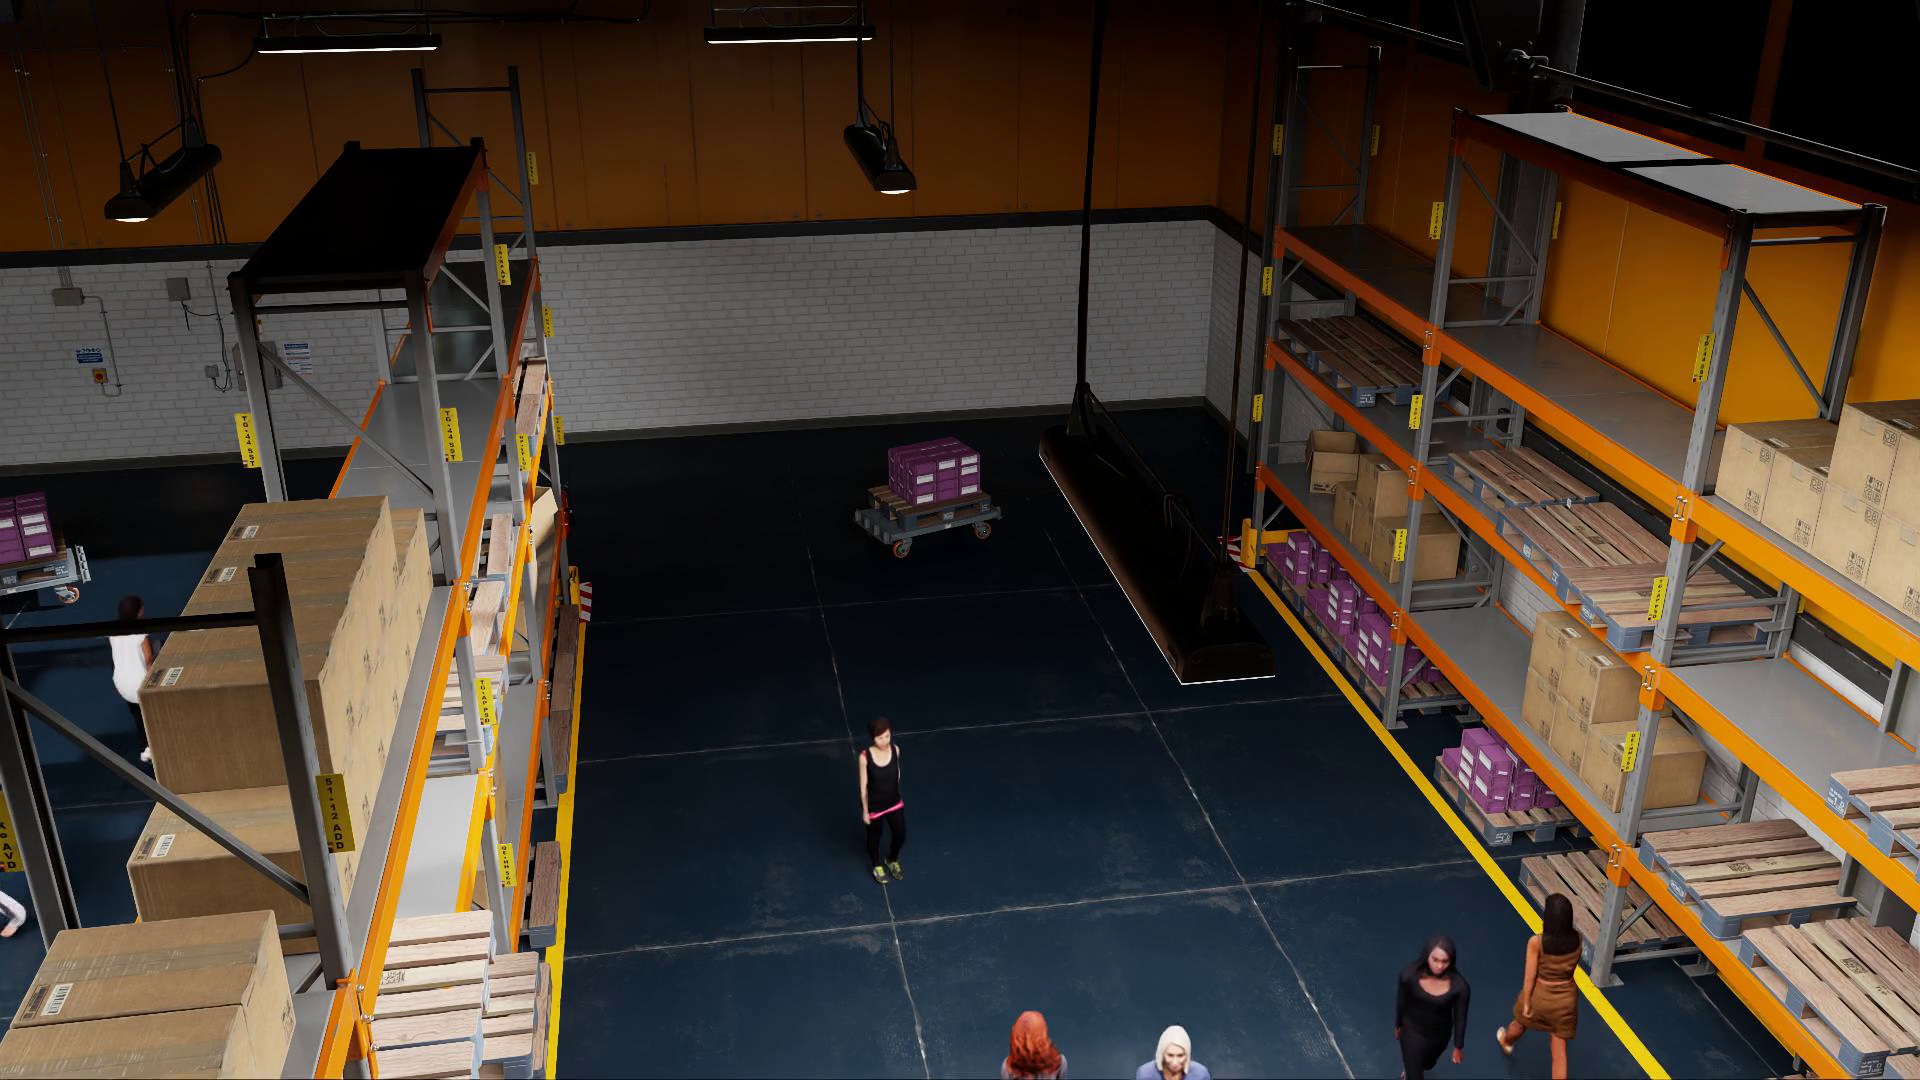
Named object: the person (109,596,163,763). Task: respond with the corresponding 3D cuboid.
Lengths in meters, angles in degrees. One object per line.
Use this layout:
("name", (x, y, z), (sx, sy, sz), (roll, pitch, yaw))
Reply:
("person", (-7.692, 1.345, 15.519), (0.802, 1.677, 0.843), (8, 25, 18))

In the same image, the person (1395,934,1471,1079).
("person", (3.100, 3.271, 11.121), (0.957, 1.670, 1.275), (6, 24, 13))

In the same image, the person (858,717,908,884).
("person", (-0.686, 2.142, 13.868), (0.599, 1.539, 0.617), (-10, 26, -22))

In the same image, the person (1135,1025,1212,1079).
("person", (1.289, 3.647, 10.222), (0.698, 1.702, 1.100), (-2, 24, -5))

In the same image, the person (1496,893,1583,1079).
("person", (4.037, 3.210, 11.299), (0.651, 1.640, 1.101), (-1, 24, -3))

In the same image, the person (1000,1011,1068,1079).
("person", (0.450, 3.621, 10.183), (0.585, 1.781, 0.503), (-5, 24, -12))
